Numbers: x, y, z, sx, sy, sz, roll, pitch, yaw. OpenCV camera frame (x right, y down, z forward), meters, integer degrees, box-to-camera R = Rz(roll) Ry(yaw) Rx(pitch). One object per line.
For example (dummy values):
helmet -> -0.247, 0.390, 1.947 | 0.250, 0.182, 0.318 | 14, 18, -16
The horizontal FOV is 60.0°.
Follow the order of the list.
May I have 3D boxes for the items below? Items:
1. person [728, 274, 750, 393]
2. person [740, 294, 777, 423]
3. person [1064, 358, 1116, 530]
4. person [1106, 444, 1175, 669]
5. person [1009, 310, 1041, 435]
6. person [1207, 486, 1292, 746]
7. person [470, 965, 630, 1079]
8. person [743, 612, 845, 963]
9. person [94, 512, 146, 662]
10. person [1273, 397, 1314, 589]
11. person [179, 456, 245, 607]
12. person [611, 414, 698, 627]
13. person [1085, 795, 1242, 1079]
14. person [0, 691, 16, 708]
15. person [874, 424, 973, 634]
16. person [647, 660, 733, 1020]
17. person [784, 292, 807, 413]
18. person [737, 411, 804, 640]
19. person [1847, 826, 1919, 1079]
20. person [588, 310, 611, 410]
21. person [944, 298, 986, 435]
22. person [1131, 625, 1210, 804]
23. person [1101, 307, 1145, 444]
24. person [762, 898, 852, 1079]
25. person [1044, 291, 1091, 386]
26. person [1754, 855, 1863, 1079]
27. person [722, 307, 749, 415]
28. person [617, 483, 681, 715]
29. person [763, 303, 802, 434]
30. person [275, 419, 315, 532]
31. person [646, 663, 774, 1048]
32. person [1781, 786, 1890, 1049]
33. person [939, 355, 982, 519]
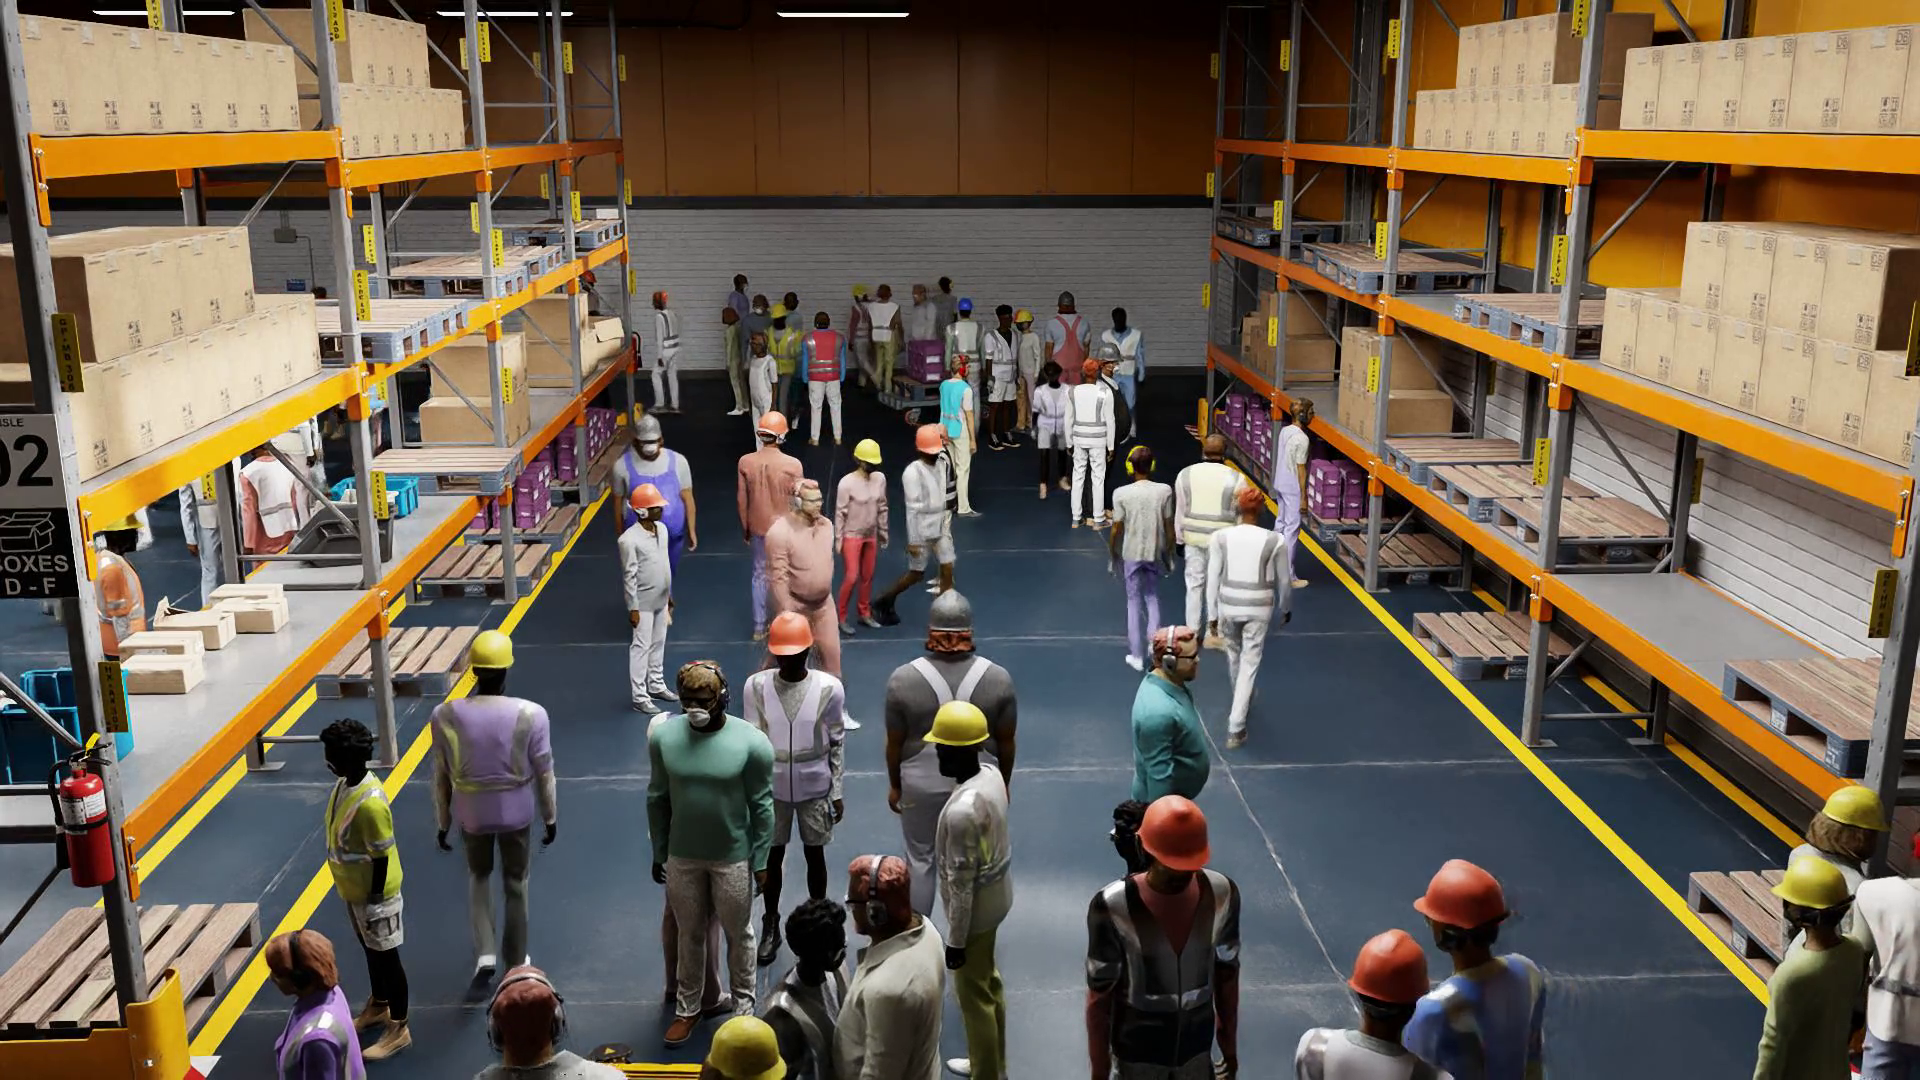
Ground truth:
person -> -3.587, -3.375, 27.169 | 0.354, 1.937, 0.635 | 2, 14, 6
person -> -2.862, -2.640, 24.340 | 0.687, 1.921, 0.419 | 2, 14, 7
person -> 1.423, -1.046, 18.137 | 0.583, 1.884, 0.350 | 7, 16, 25
person -> 1.466, 0.141, 13.550 | 0.545, 1.851, 0.403 | -2, 14, -9
person -> 0.920, -2.379, 23.608 | 0.319, 1.767, 0.534 | -13, 19, -40
person -> 2.122, 0.506, 12.146 | 0.573, 1.826, 0.994 | 7, 16, 25
person -> -1.295, 2.255, 5.192 | 0.656, 1.882, 0.461 | -6, 15, -21
person -> -0.876, 1.307, 8.789 | 0.542, 1.939, 0.363 | 0, 14, -1
person -> -5.636, 0.685, 11.255 | 0.383, 1.928, 0.588 | -8, 16, -28
person -> 3.190, -0.453, 15.915 | 0.351, 1.837, 0.502 | -3, 15, -13
person -> -6.423, -0.094, 14.365 | 0.408, 1.907, 0.598 | 9, 17, 31
person -> -2.627, -0.150, 14.307 | 0.687, 2.000, 1.003 | -6, 15, -21
person -> 0.775, 1.904, 6.272 | 0.611, 2.032, 0.411 | -4, 15, -15
person -> -7.457, 0.343, 12.598 | 0.595, 1.925, 0.374 | 13, 19, 42
person -> -0.340, -0.100, 14.439 | 0.879, 1.897, 0.566 | 10, 17, 34
person -> -1.325, 1.494, 8.274 | 0.560, 1.837, 0.388 | 11, 18, 36
person -> -2.573, -2.846, 25.314 | 0.504, 1.838, 0.337 | 11, 18, 37
person -> -1.590, -0.112, 14.251 | 0.622, 1.992, 0.395 | 4, 15, 16
person -> 3.750, 1.942, 6.514 | 0.563, 1.834, 0.425 | 8, 17, 30
person -> -5.321, -2.530, 24.373 | 0.419, 1.676, 0.600 | -2, 14, -9
person -> 0.077, -2.441, 23.492 | 0.615, 1.943, 0.409 | -3, 15, -10
person -> 1.087, 1.362, 8.641 | 0.402, 1.910, 0.641 | 3, 15, 10
person -> 2.253, -2.279, 22.973 | 0.604, 1.888, 0.488 | 5, 15, 18
person -> -0.556, 2.103, 6.163 | 0.322, 1.691, 0.535 | 6, 16, 23
person -> 1.480, -2.497, 23.522 | 0.691, 2.000, 0.535 | -4, 15, -16
person -> 3.166, 2.033, 6.305 | 0.527, 1.761, 0.340 | -9, 17, -33
person -> -3.423, -2.710, 25.204 | 0.323, 1.622, 0.510 | 3, 15, 13
person -> -2.341, 0.433, 12.582 | 0.319, 1.755, 0.573 | 6, 15, 21
person -> -2.483, -2.431, 23.577 | 0.583, 1.894, 0.896 | 6, 15, 22
person -> -7.136, -0.999, 17.861 | 0.588, 1.930, 0.363 | 10, 17, 34
person -> -1.194, 1.514, 7.979 | 0.630, 1.940, 0.373 | 2, 14, 8
person -> 3.663, 1.861, 7.024 | 0.311, 1.736, 0.483 | -2, 14, -8
person -> -0.023, -1.159, 18.657 | 0.389, 1.847, 0.567 | -10, 18, -35
